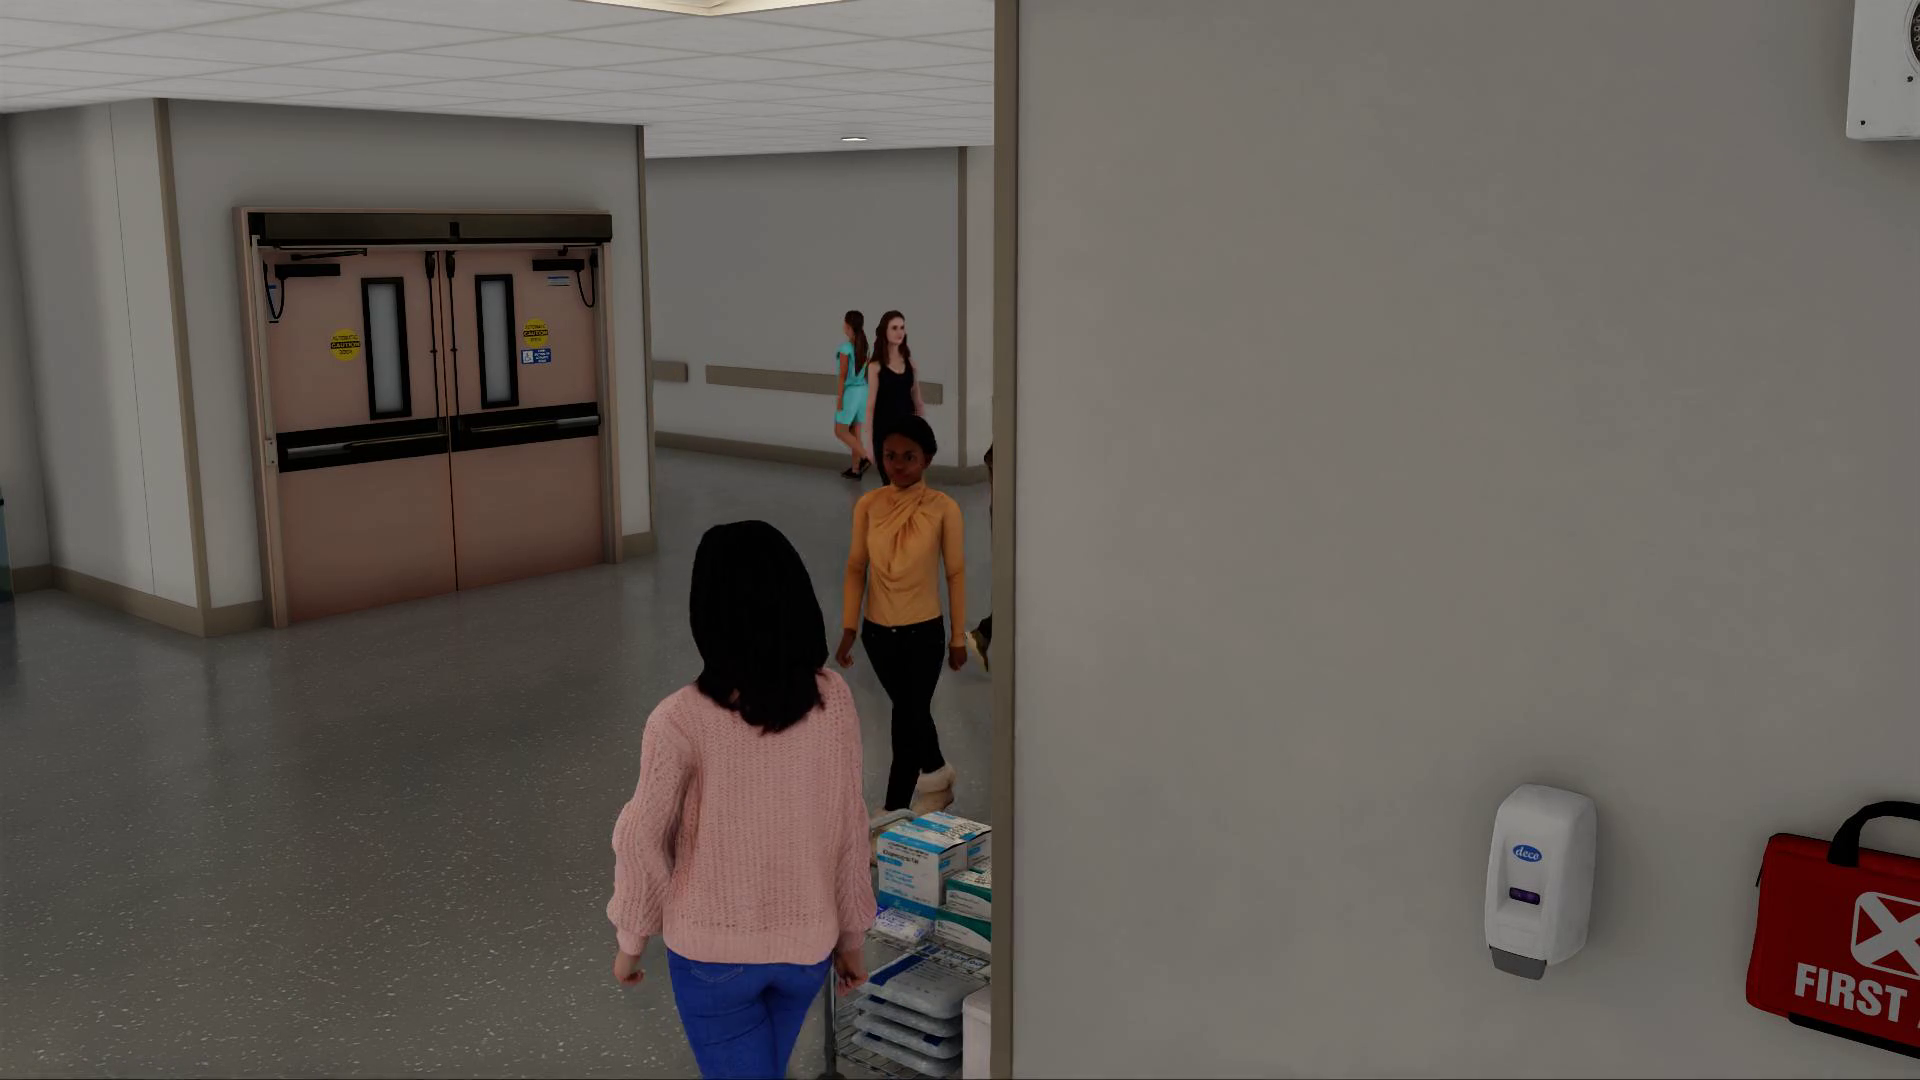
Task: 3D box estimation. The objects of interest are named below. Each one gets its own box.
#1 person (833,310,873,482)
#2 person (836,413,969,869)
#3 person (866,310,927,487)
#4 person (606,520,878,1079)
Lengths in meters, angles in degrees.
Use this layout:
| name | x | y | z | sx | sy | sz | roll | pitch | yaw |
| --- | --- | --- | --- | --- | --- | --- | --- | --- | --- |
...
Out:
| name | x | y | z | sx | sy | sz | roll | pitch | yaw |
| --- | --- | --- | --- | --- | --- | --- | --- | --- | --- |
| person | -0.923 | -1.296 | 15.083 | 0.607 | 1.550 | 0.647 | 9 | 14 | 40 |
| person | -0.177 | 0.358 | 6.206 | 0.791 | 1.611 | 1.184 | 5 | 12 | 23 |
| person | -0.515 | -0.721 | 11.563 | 0.614 | 1.734 | 0.696 | -10 | 14 | -41 |
| person | -0.363 | 0.873 | 3.214 | 1.156 | 1.714 | 0.968 | -7 | 13 | -31 |
